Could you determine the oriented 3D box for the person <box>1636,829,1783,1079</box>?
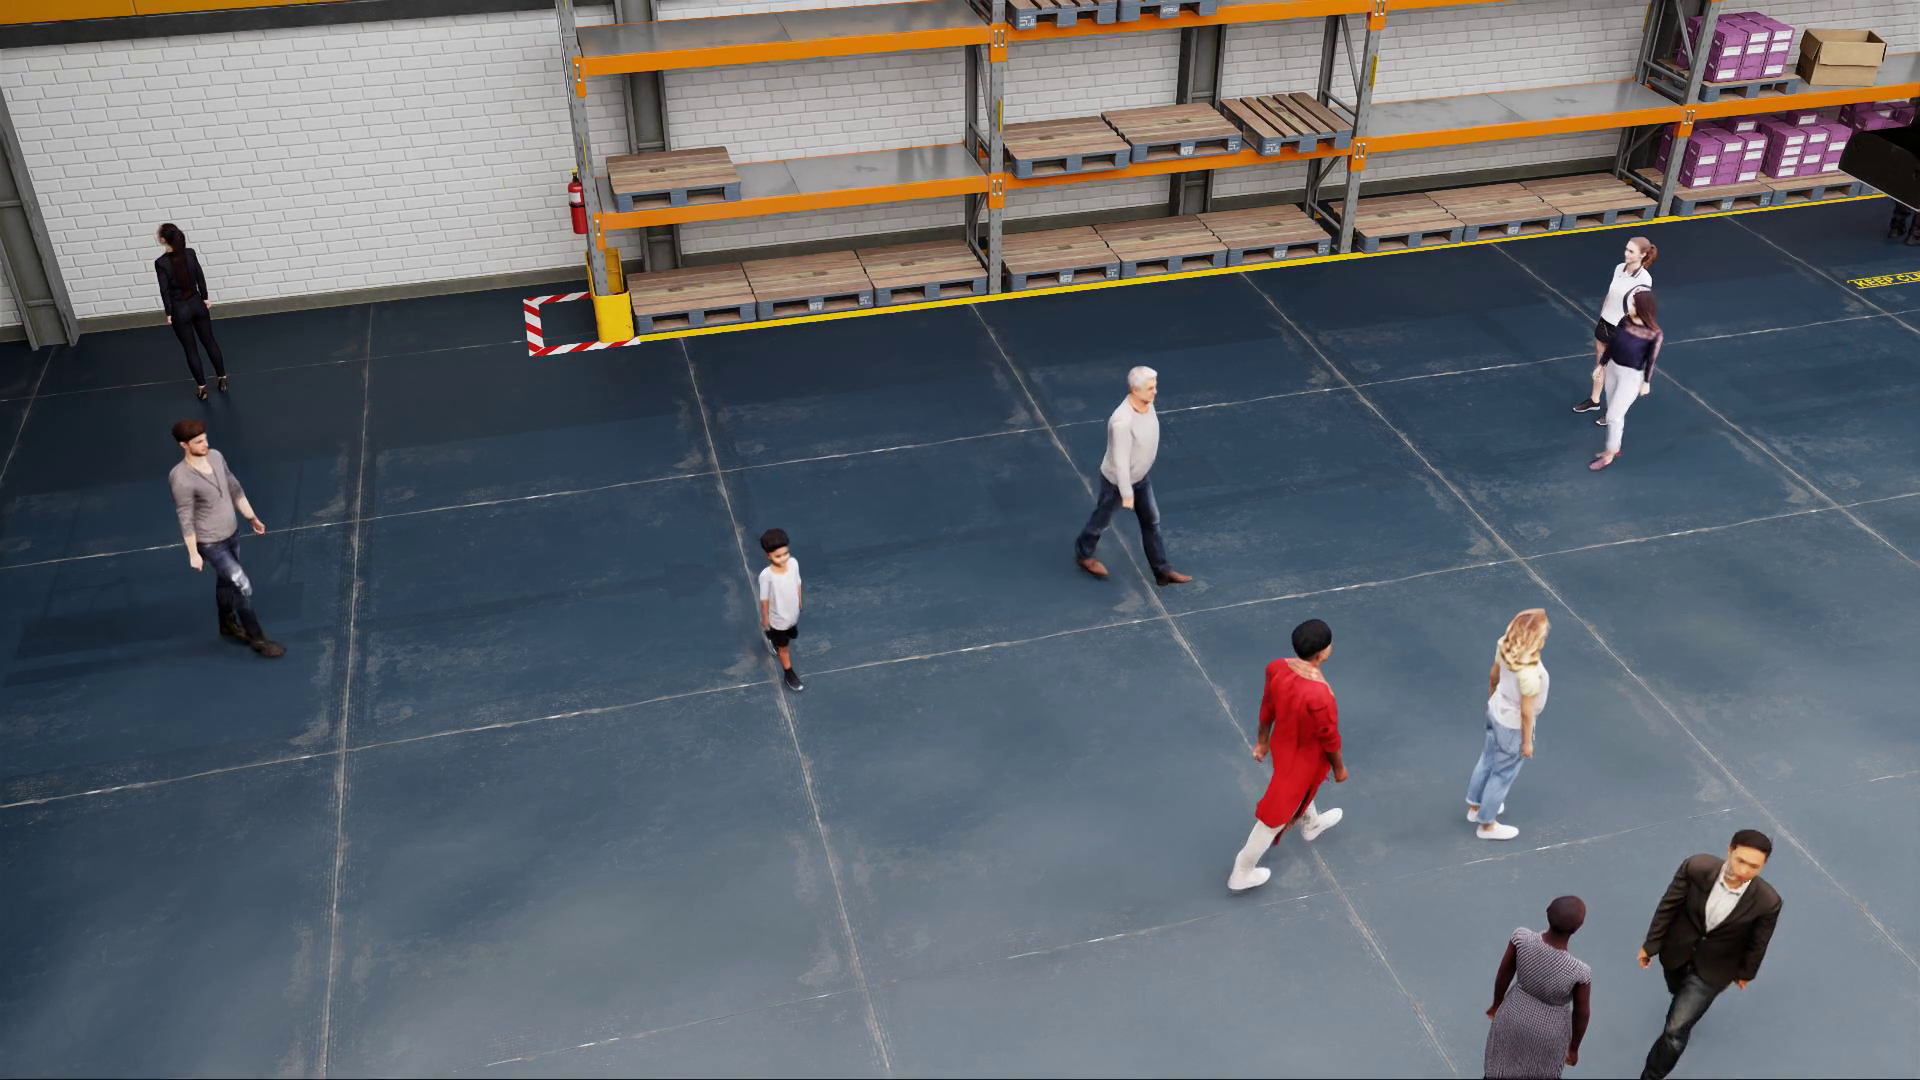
[{"bbox_3d":[3.911,2.130,8.730,1.274,1.760,1.052,-28,43,-35],"label":"person"}]

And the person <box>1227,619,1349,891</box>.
[{"bbox_3d":[1.915,1.326,9.873,1.250,1.835,0.822,-15,36,-21],"label":"person"}]

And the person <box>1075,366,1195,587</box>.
[{"bbox_3d":[1.171,-0.482,12.578,1.286,1.851,1.266,20,39,28],"label":"person"}]

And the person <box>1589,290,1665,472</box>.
[{"bbox_3d":[5.700,-1.385,14.168,0.706,1.595,0.642,-13,36,-19],"label":"person"}]

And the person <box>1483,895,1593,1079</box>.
[{"bbox_3d":[2.835,2.432,8.251,0.708,1.788,0.708,27,42,35],"label":"person"}]

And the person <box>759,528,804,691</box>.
[{"bbox_3d":[-1.284,0.441,11.736,0.782,1.246,0.716,-22,39,-29],"label":"person"}]

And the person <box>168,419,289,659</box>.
[{"bbox_3d":[-5.387,-0.038,11.879,1.002,1.885,0.884,4,34,7],"label":"person"}]

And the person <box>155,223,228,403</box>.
[{"bbox_3d":[-7.007,-2.079,15.109,0.714,1.709,0.622,24,40,31],"label":"person"}]

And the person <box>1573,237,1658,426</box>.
[{"bbox_3d":[5.847,-1.868,14.754,0.615,1.751,0.626,-17,37,-24],"label":"person"}]

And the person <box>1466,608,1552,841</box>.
[{"bbox_3d":[3.372,1.137,10.258,0.583,1.723,0.650,-5,34,-7],"label":"person"}]
